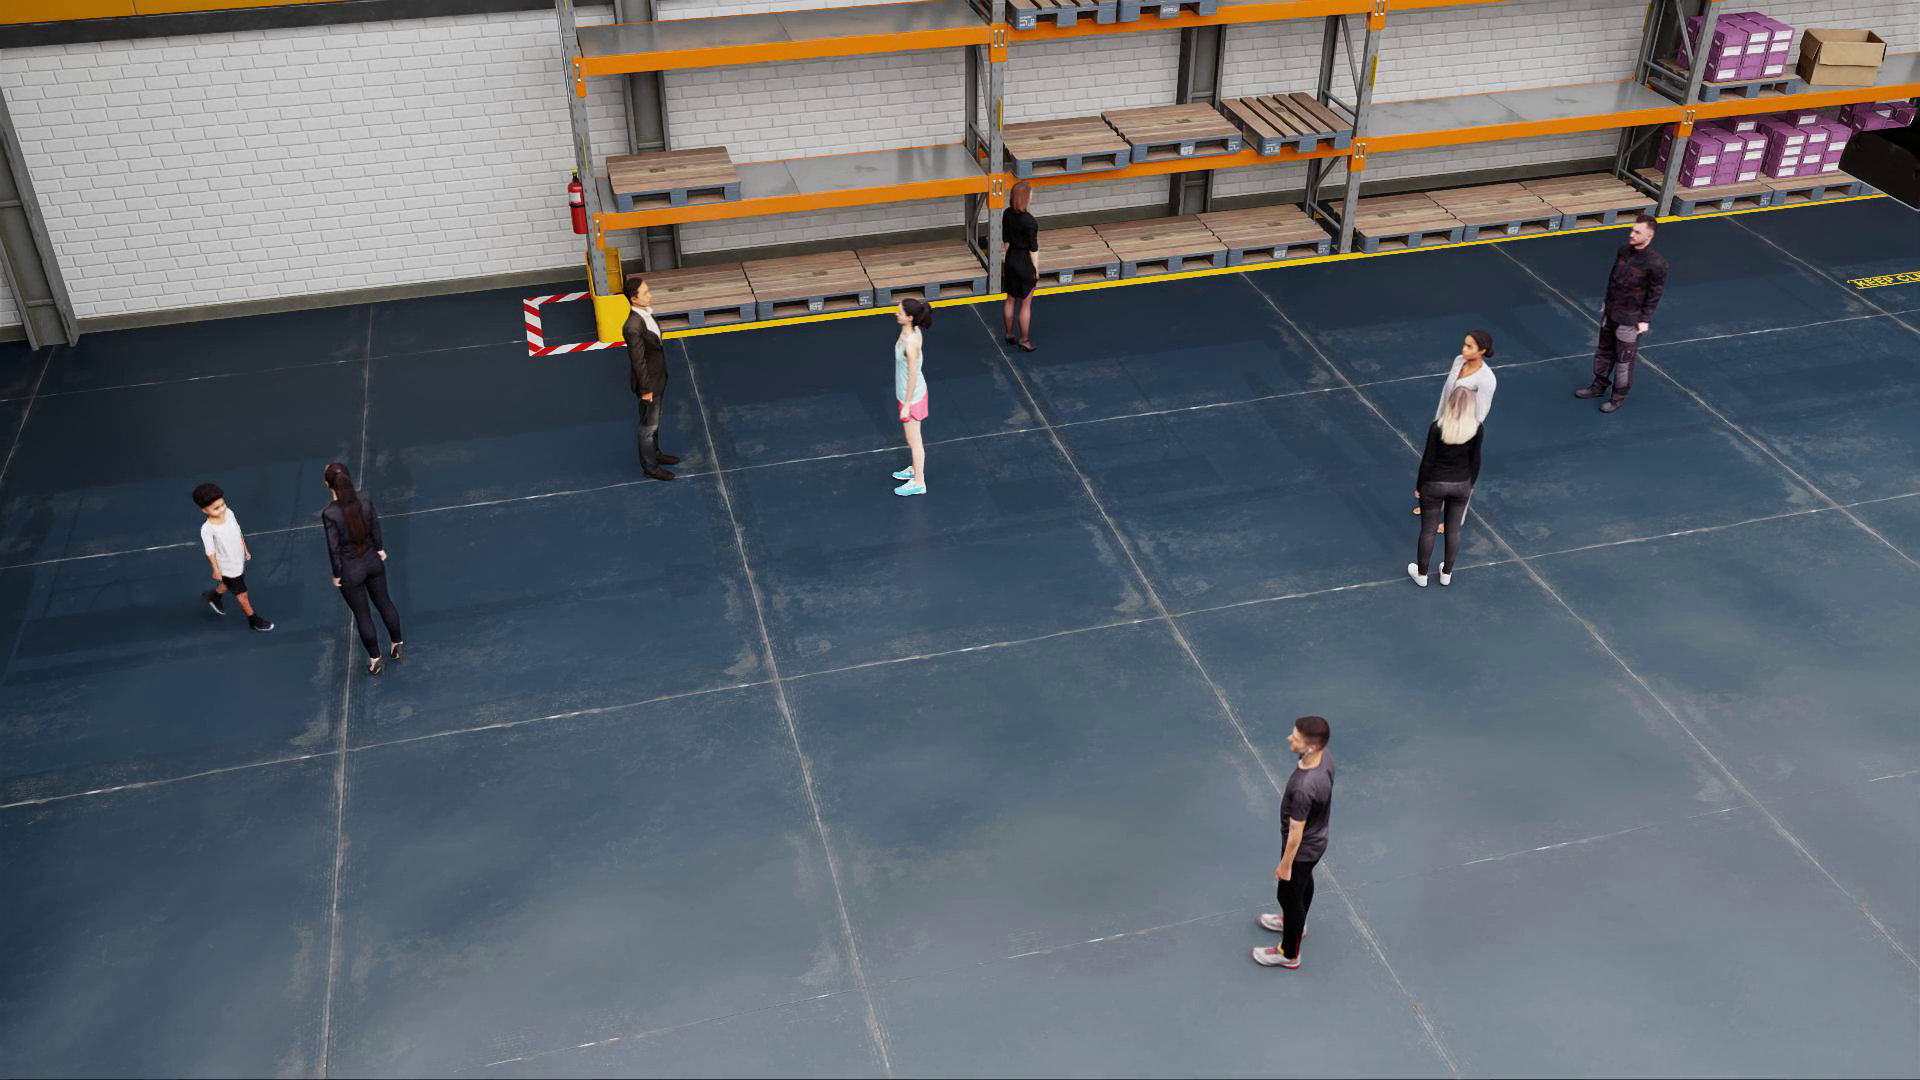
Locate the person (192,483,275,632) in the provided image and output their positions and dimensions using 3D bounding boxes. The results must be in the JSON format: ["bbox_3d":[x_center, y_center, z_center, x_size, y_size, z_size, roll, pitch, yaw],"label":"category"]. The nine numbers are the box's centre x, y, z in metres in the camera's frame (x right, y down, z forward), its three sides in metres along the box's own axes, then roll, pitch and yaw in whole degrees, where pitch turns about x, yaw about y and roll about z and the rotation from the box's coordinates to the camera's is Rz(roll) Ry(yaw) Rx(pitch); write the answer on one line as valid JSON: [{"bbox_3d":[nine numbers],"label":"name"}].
[{"bbox_3d":[-5.437,0.109,12.238,0.879,1.243,0.719,8,35,12],"label":"person"}]

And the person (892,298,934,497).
[{"bbox_3d":[-0.411,-1.190,13.722,0.655,1.765,0.650,-1,34,-1],"label":"person"}]

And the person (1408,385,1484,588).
[{"bbox_3d":[3.679,-0.400,12.605,0.561,1.685,0.729,0,34,0],"label":"person"}]

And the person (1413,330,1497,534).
[{"bbox_3d":[4.008,-0.898,13.307,0.609,1.737,0.668,-15,37,-22],"label":"person"}]

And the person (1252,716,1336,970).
[{"bbox_3d":[1.931,1.691,9.391,0.732,1.761,0.720,10,35,15],"label":"person"}]

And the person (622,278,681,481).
[{"bbox_3d":[-2.628,-1.369,13.954,0.642,1.805,0.732,0,34,1],"label":"person"}]

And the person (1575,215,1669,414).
[{"bbox_3d":[6.000,-2.060,14.947,0.664,1.857,0.746,-14,36,-20],"label":"person"}]

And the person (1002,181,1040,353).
[{"bbox_3d":[0.574,-2.615,15.918,0.647,1.706,0.658,-26,42,-34],"label":"person"}]

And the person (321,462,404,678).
[{"bbox_3d":[-4.214,0.198,11.682,0.700,1.711,0.620,21,39,28],"label":"person"}]
